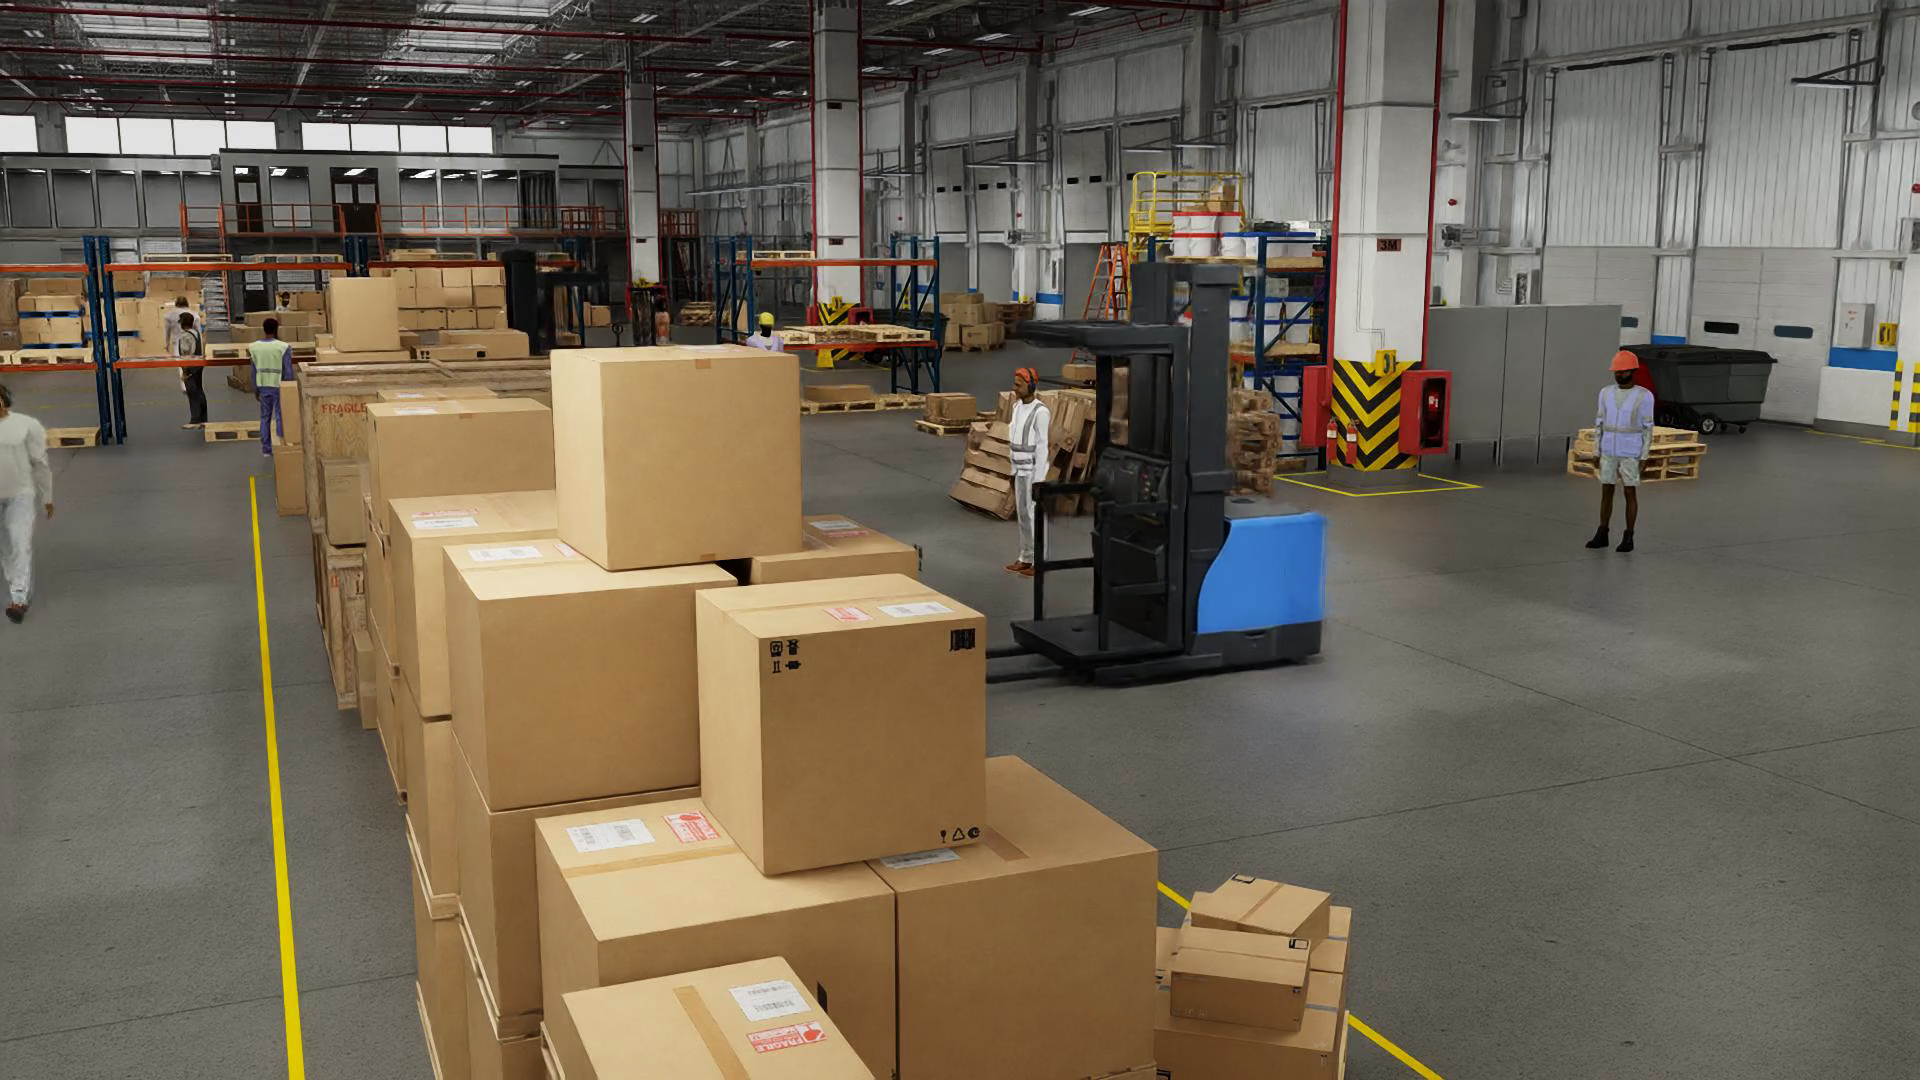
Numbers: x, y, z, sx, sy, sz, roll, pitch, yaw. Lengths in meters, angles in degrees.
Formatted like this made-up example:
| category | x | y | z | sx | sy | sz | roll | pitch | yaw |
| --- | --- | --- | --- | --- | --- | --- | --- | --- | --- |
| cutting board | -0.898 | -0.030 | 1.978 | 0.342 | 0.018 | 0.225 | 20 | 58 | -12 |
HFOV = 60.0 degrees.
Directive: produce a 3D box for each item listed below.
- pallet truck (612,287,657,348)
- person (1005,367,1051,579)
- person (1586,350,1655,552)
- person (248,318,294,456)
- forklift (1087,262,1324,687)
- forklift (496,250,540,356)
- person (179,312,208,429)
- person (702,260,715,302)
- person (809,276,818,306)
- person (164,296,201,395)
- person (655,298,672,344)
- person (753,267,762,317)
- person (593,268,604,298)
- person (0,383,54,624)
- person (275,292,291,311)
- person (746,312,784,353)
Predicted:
| category | x | y | z | sx | sy | sz | roll | pitch | yaw |
| --- | --- | --- | --- | --- | --- | --- | --- | --- | --- |
| pallet truck | -6.464 | -4.406 | 35.401 | 0.823 | 1.965 | 1.885 | 6 | 12 | 32 |
| person | 0.610 | -0.597 | 14.760 | 0.351 | 1.878 | 0.569 | -4 | 11 | -21 |
| person | 6.343 | -0.849 | 15.964 | 0.379 | 1.938 | 0.547 | -9 | 14 | -42 |
| person | -9.456 | -2.089 | 22.894 | 0.591 | 1.909 | 0.409 | 1 | 10 | 4 |
| forklift | 1.533 | -0.537 | 11.646 | 1.873 | 2.768 | 1.129 | -4 | 11 | -23 |
| forklift | -6.078 | -2.610 | 23.070 | 1.873 | 2.768 | 1.129 | -4 | 11 | -23 |
| person | -12.131 | -2.669 | 26.250 | 0.330 | 1.844 | 0.520 | 1 | 10 | 5 |
| person | -11.595 | -11.917 | 76.849 | 0.633 | 1.974 | 0.511 | -4 | 11 | -21 |
| person | -3.985 | -6.546 | 47.334 | 0.614 | 1.946 | 0.389 | -3 | 11 | -15 |
| person | -15.024 | -3.764 | 32.210 | 0.638 | 1.891 | 1.019 | -7 | 12 | -33 |
| person | -6.686 | -4.552 | 37.084 | 0.611 | 1.676 | 0.538 | 3 | 11 | 15 |
| person | -7.789 | -9.561 | 64.008 | 0.369 | 1.928 | 0.585 | 0 | 10 | 2 |
| person | -14.717 | -10.190 | 67.714 | 0.429 | 1.841 | 0.634 | -3 | 11 | -18 |
| person | -7.512 | -0.292 | 13.023 | 0.660 | 1.886 | 1.006 | -3 | 11 | -16 |
| person | -14.446 | -4.386 | 35.660 | 0.312 | 1.864 | 0.535 | 1 | 10 | 8 |
| person | -2.845 | -2.378 | 24.414 | 0.587 | 1.930 | 0.360 | -6 | 12 | -28 |
